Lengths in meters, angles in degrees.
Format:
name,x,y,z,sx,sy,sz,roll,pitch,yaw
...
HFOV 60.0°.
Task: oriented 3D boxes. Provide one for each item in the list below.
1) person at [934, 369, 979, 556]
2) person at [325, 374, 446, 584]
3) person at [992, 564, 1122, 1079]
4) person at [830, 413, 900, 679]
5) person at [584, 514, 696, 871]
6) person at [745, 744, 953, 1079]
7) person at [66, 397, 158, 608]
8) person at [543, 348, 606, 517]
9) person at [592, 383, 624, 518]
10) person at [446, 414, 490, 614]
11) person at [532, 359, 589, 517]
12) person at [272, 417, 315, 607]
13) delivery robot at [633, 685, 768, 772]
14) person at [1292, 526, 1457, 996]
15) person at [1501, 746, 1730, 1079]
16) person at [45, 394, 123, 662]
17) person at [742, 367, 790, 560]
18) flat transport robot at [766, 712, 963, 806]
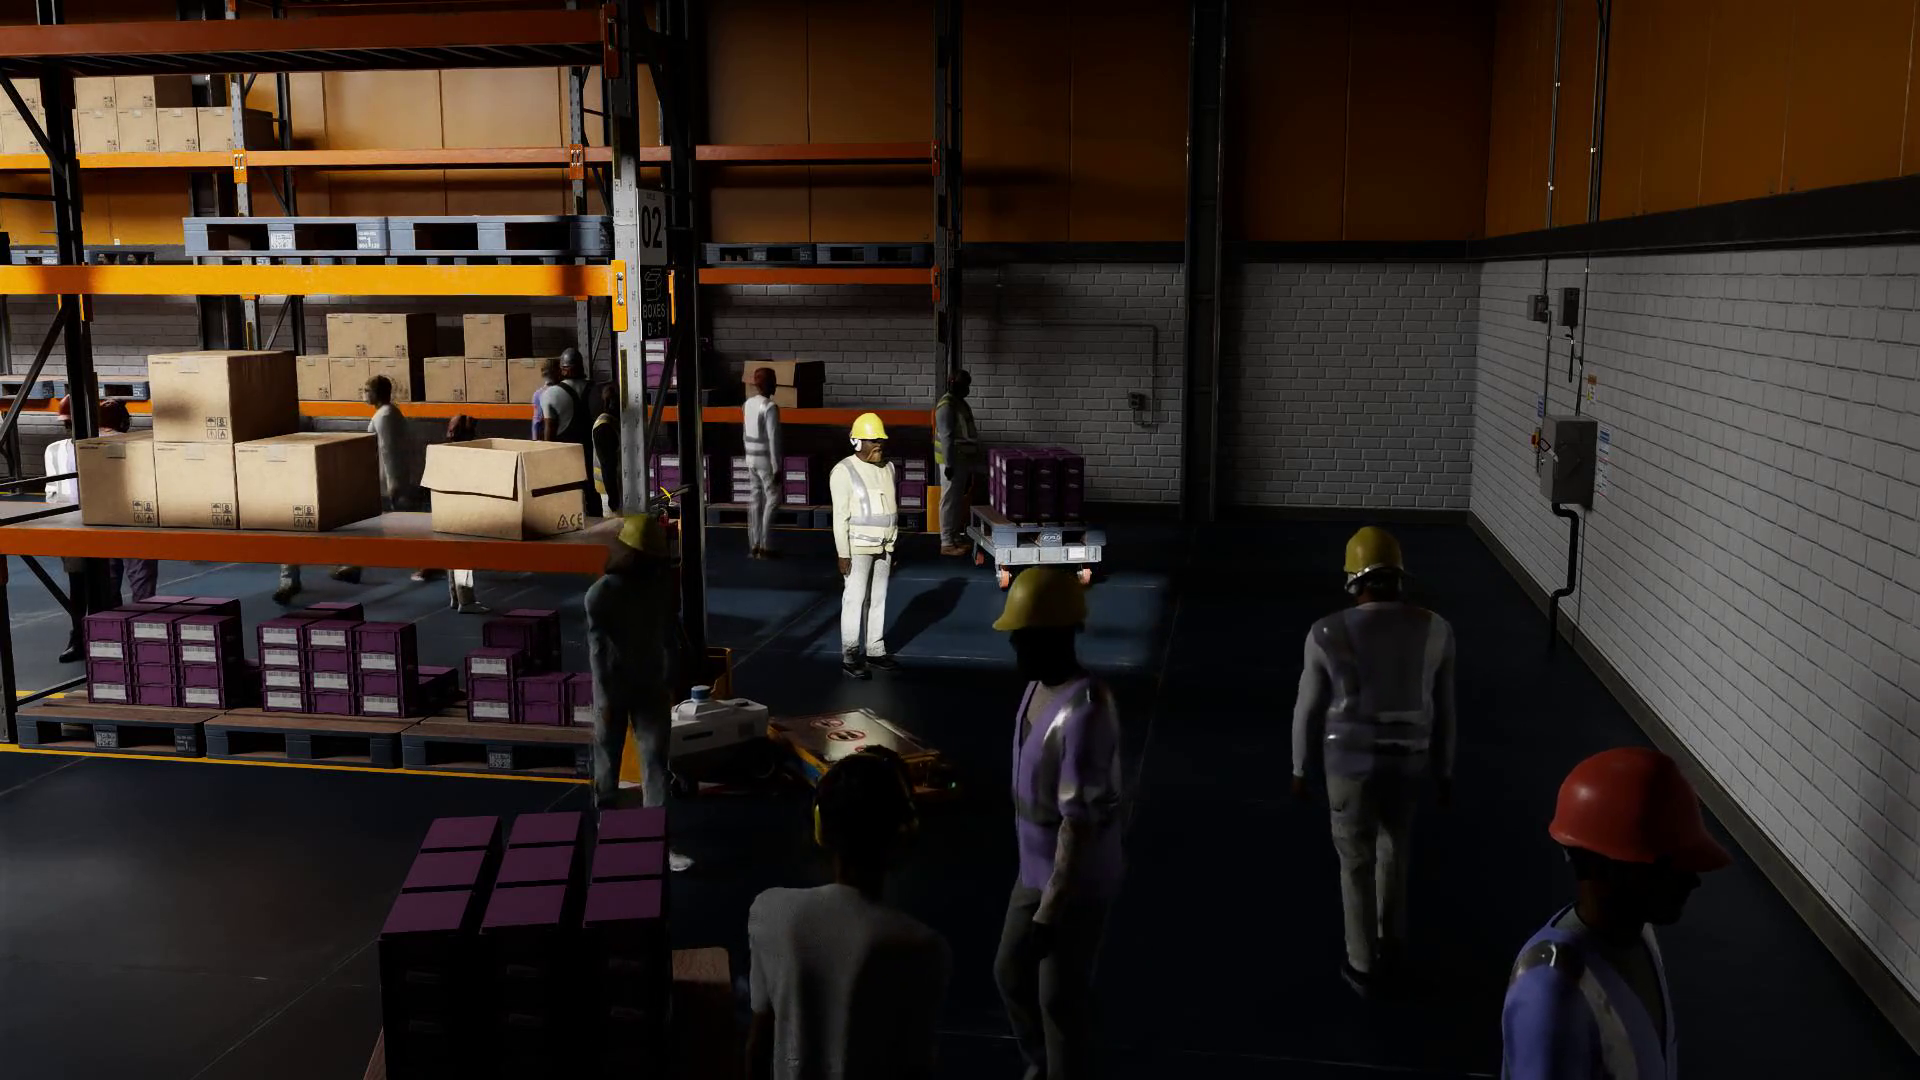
name,x,y,z,sx,sy,sz,roll,pitch,yaw
person,-0.031,-0.773,16.517,0.430,1.838,0.624,2,9,14
person,-5.153,-0.541,14.921,1.049,1.884,0.645,-1,9,-8
person,0.280,1.021,5.124,0.423,1.920,0.606,-2,9,-14
person,-0.629,0.034,11.520,0.404,1.830,0.602,7,12,37
person,-1.525,0.700,7.862,0.495,1.673,0.898,-6,11,-33
person,-0.273,1.340,3.495,0.524,1.821,0.992,4,10,23
person,-5.962,-0.058,11.858,0.639,1.911,0.406,0,9,-1
person,-3.904,-0.924,16.819,0.676,2.000,0.536,-6,11,-32
person,-2.934,-0.429,14.361,0.429,1.845,0.627,0,9,1
person,-4.081,-0.216,13.665,0.312,1.639,0.512,-5,10,-27
person,-4.141,-0.963,17.492,0.646,1.896,0.569,2,9,15
person,-5.758,-0.396,14.056,0.620,1.875,1.069,-1,9,-5
delivery robot,-1.398,1.031,8.991,0.707,0.478,0.477,-7,12,-39
person,1.598,0.851,6.495,0.618,1.812,0.484,-1,9,-4
person,1.200,1.329,3.156,0.375,1.939,0.546,6,11,35
person,-6.263,-0.088,11.946,0.545,1.939,0.374,-1,9,-7
person,-1.899,-0.743,16.194,0.358,1.879,0.583,-7,12,-39
flat transport robot,-0.585,1.190,9.176,0.652,0.197,1.431,-4,10,-26
